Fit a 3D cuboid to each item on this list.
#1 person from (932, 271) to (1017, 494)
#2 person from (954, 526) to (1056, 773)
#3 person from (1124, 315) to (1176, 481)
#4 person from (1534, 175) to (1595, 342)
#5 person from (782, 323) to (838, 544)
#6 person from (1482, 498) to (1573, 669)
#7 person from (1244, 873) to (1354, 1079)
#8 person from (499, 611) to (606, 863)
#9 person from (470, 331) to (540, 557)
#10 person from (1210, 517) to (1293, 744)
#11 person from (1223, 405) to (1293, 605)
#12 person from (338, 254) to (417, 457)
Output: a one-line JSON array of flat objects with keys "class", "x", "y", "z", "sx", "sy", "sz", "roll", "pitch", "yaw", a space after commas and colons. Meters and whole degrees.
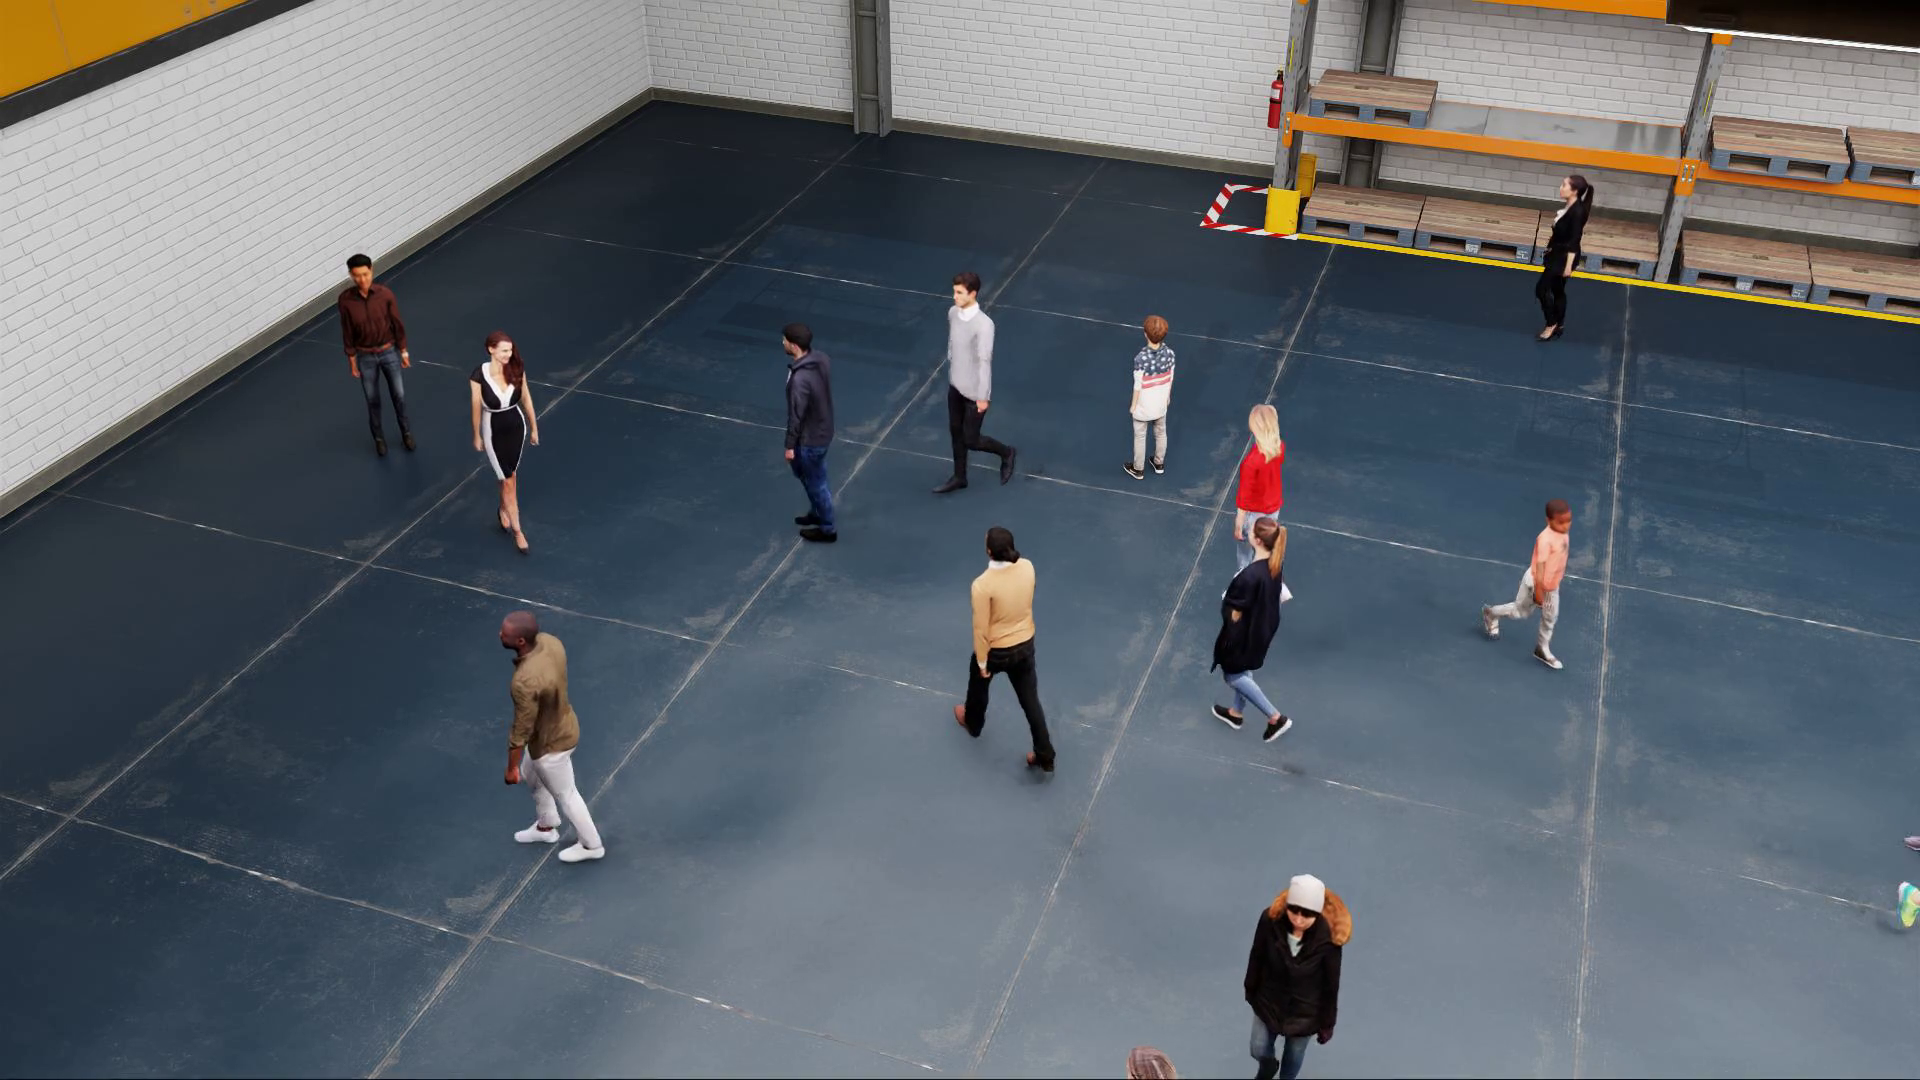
[{"class": "person", "x": 0.153, "y": -1.246, "z": 13.235, "sx": 1.124, "sy": 1.909, "sz": 1.091, "roll": -19, "pitch": 38, "yaw": -26}, {"class": "person", "x": 0.336, "y": 0.715, "z": 10.455, "sx": 1.118, "sy": 1.722, "sz": 1.236, "roll": -18, "pitch": 38, "yaw": -25}, {"class": "person", "x": 1.558, "y": -1.174, "z": 13.551, "sx": 0.592, "sy": 1.439, "sz": 0.652, "roll": -14, "pitch": 36, "yaw": -21}, {"class": "person", "x": 5.706, "y": -2.601, "z": 15.512, "sx": 0.596, "sy": 1.645, "sz": 0.613, "roll": 8, "pitch": 35, "yaw": 12}, {"class": "person", "x": -1.027, "y": -0.778, "z": 12.561, "sx": 0.658, "sy": 1.876, "sz": 0.727, "roll": 9, "pitch": 35, "yaw": 13}, {"class": "person", "x": 3.981, "y": 0.248, "z": 11.550, "sx": 0.790, "sy": 1.288, "sz": 0.936, "roll": -21, "pitch": 39, "yaw": -29}, {"class": "person", "x": 1.661, "y": 2.228, "z": 8.264, "sx": 0.515, "sy": 1.628, "sz": 0.686, "roll": 12, "pitch": 36, "yaw": 18}, {"class": "person", "x": -2.310, "y": 1.167, "z": 9.698, "sx": 0.956, "sy": 1.807, "sz": 0.900, "roll": -2, "pitch": 34, "yaw": -3}, {"class": "person", "x": -3.513, "y": -0.814, "z": 12.713, "sx": 0.880, "sy": 1.768, "sz": 0.991, "roll": -21, "pitch": 39, "yaw": -28}, {"class": "person", "x": 1.927, "y": 0.617, "z": 10.648, "sx": 0.968, "sy": 1.670, "sz": 0.827, "roll": 27, "pitch": 42, "yaw": 34}, {"class": "person", "x": 2.186, "y": -0.147, "z": 11.785, "sx": 0.894, "sy": 1.685, "sz": 0.792, "roll": 27, "pitch": 42, "yaw": 34}, {"class": "person", "x": -4.841, "y": -1.557, "z": 13.823, "sx": 0.708, "sy": 1.776, "sz": 0.787, "roll": -11, "pitch": 35, "yaw": -16}]
